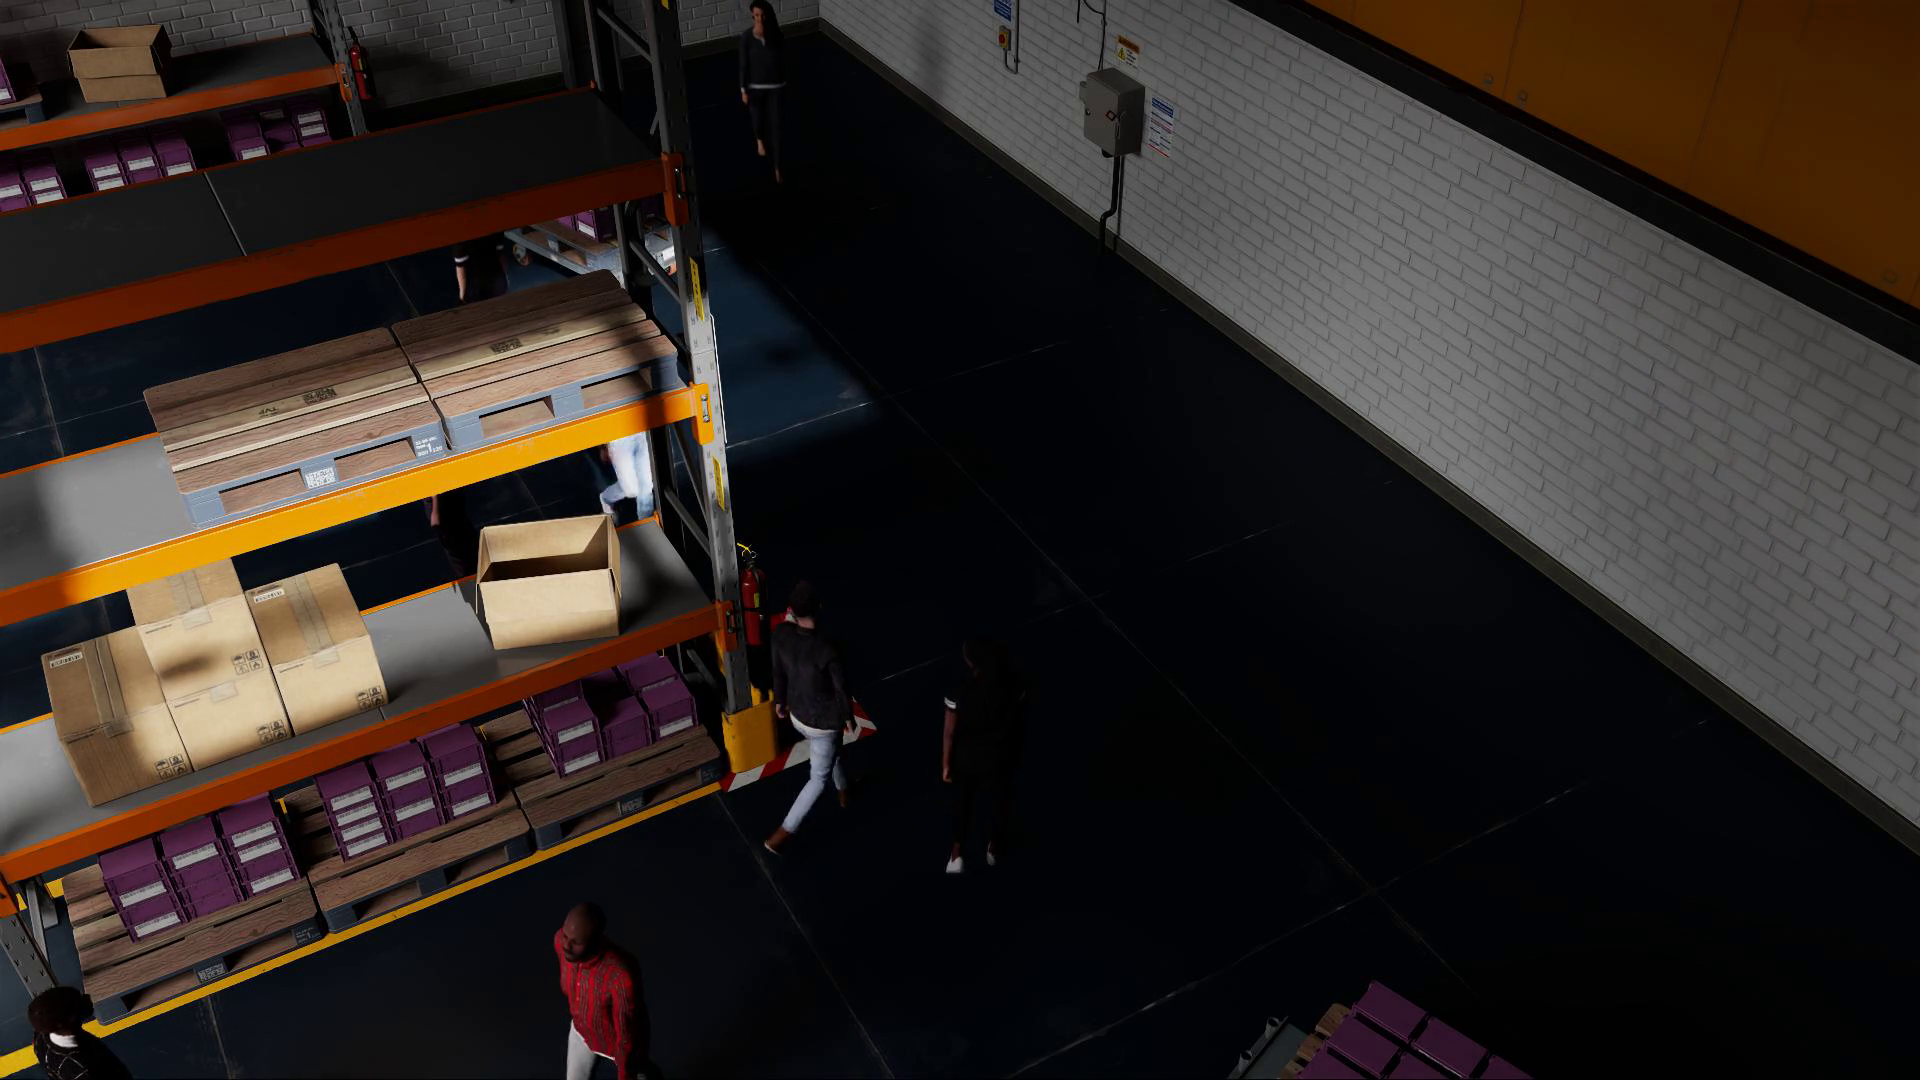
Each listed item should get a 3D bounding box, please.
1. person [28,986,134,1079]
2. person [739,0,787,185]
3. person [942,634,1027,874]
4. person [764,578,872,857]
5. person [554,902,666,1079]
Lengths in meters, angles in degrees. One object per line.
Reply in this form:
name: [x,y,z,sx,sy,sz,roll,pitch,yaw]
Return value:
person: [-3.845,2.676,7.400,1.211,1.786,0.818,-29,47,-31]
person: [-1.932,-4.468,16.386,1.117,1.737,0.901,-8,39,-10]
person: [0.119,1.245,9.239,0.859,1.728,0.894,2,39,2]
person: [-0.862,1.058,9.427,0.968,1.787,1.253,27,46,30]
person: [-1.606,2.263,7.913,0.933,1.793,1.070,23,44,26]
